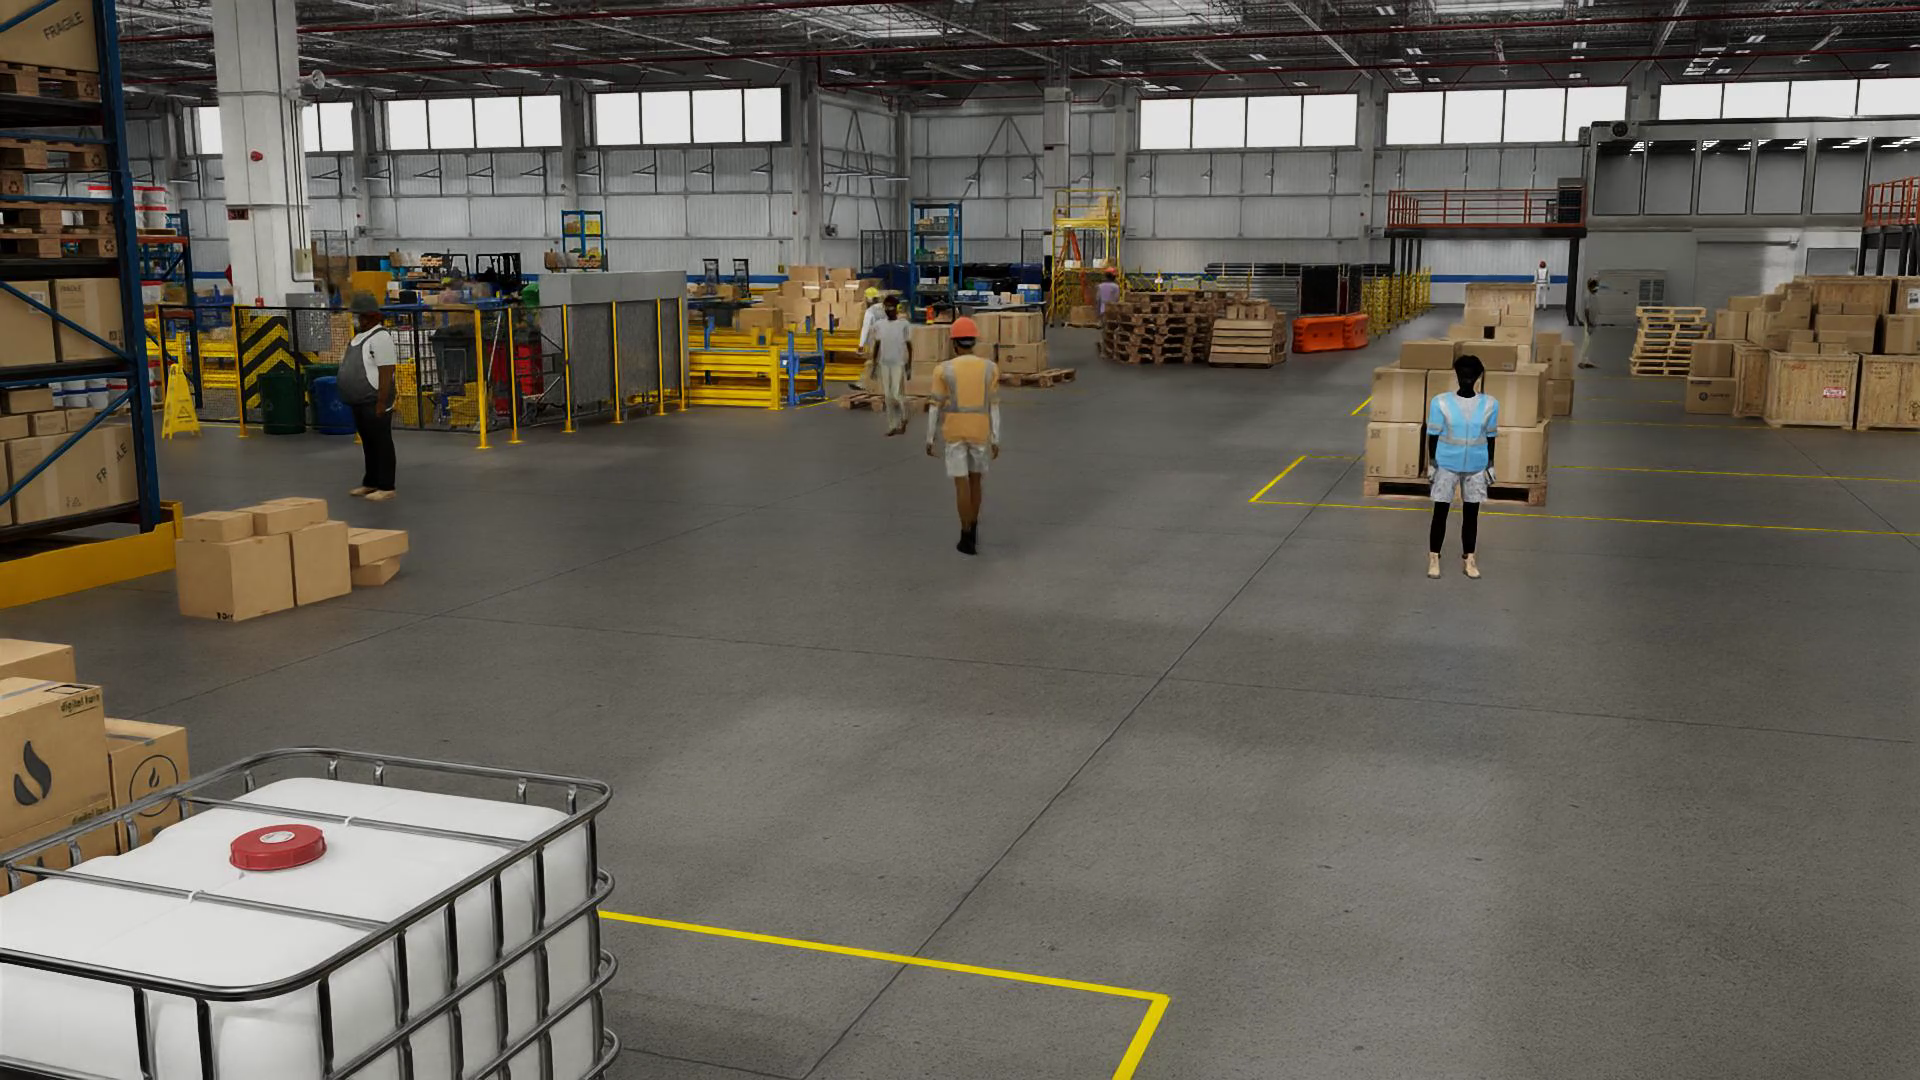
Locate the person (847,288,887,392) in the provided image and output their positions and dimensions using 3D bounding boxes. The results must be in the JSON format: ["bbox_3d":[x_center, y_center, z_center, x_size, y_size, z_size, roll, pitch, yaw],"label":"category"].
[{"bbox_3d":[-1.509,-3.294,27.691,0.912,1.781,0.623,4,11,22],"label":"person"}]

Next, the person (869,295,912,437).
[{"bbox_3d":[-0.920,-2.273,21.762,0.523,1.855,0.399,5,11,24],"label":"person"}]

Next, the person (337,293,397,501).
[{"bbox_3d":[-5.831,-1.405,16.347,0.538,2.000,0.683,-8,13,-40],"label":"person"}]

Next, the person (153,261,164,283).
[{"bbox_3d":[-33.888,-10.897,70.415,0.403,1.831,0.579,0,10,1],"label":"person"}]

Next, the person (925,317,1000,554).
[{"bbox_3d":[0.001,-0.868,13.687,0.572,1.907,0.826,-3,10,-16],"label":"person"}]

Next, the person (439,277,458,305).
[{"bbox_3d":[-11.963,-5.251,38.833,0.421,1.756,0.531,4,11,19],"label":"person"}]

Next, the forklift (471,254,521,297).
[{"bbox_3d":[-17.990,-10.121,64.684,1.157,1.987,2.680,3,11,17],"label":"forklift"}]

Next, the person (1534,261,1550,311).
[{"bbox_3d":[22.058,-9.618,63.038,0.572,1.887,0.353,3,11,19],"label":"person"}]

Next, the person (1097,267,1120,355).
[{"bbox_3d":[3.321,-5.160,37.575,0.604,2.017,0.703,9,13,41],"label":"person"}]

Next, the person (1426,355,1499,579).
[{"bbox_3d":[3.757,-0.543,12.475,0.531,1.692,0.320,1,10,4],"label":"person"}]

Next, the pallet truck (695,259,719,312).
[{"bbox_3d":[-9.165,-9.627,62.776,0.823,1.965,1.885,4,11,23],"label":"pallet truck"}]

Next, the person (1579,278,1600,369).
[{"bbox_3d":[12.814,-4.381,33.725,0.337,1.832,0.669,8,13,39],"label":"person"}]

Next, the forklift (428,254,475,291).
[{"bbox_3d":[-20.133,-10.254,65.465,1.157,1.987,2.680,3,11,19],"label":"forklift"}]

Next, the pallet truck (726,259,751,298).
[{"bbox_3d":[-7.986,-9.493,62.019,0.823,1.965,1.885,3,11,17],"label":"pallet truck"}]
